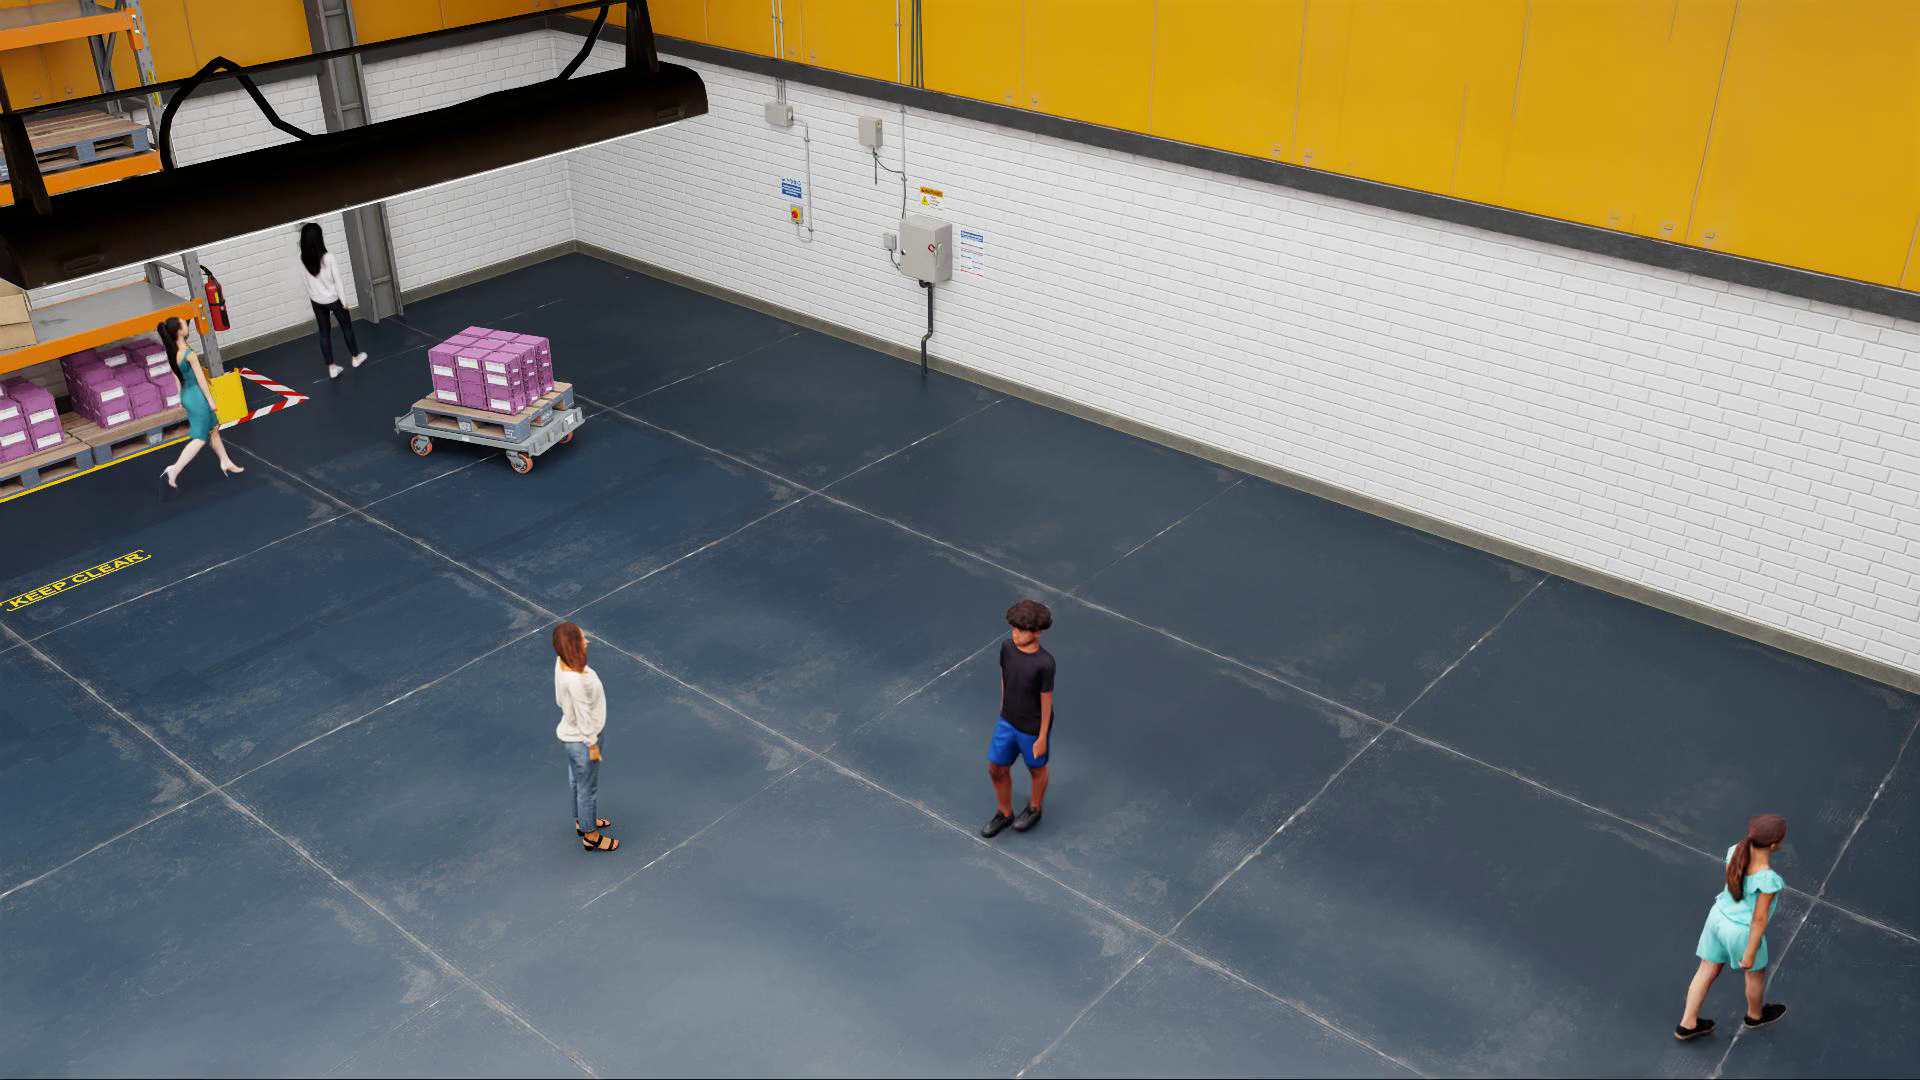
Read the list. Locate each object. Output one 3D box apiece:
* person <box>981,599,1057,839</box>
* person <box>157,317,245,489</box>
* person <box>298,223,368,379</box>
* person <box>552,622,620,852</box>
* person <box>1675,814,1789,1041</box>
[{"bbox_3d":[0.487,1.139,10.929,0.626,1.784,0.700,22,35,34],"label":"person"},{"bbox_3d":[-7.144,-1.235,15.410,0.544,1.660,0.982,21,35,33],"label":"person"},{"bbox_3d":[-6.806,-2.535,17.763,0.856,1.688,0.937,4,29,7],"label":"person"},{"bbox_3d":[-2.468,1.265,10.802,0.695,1.683,0.697,-11,31,-20],"label":"person"},{"bbox_3d":[4.267,2.185,9.269,0.991,1.537,0.842,-9,30,-16],"label":"person"}]
